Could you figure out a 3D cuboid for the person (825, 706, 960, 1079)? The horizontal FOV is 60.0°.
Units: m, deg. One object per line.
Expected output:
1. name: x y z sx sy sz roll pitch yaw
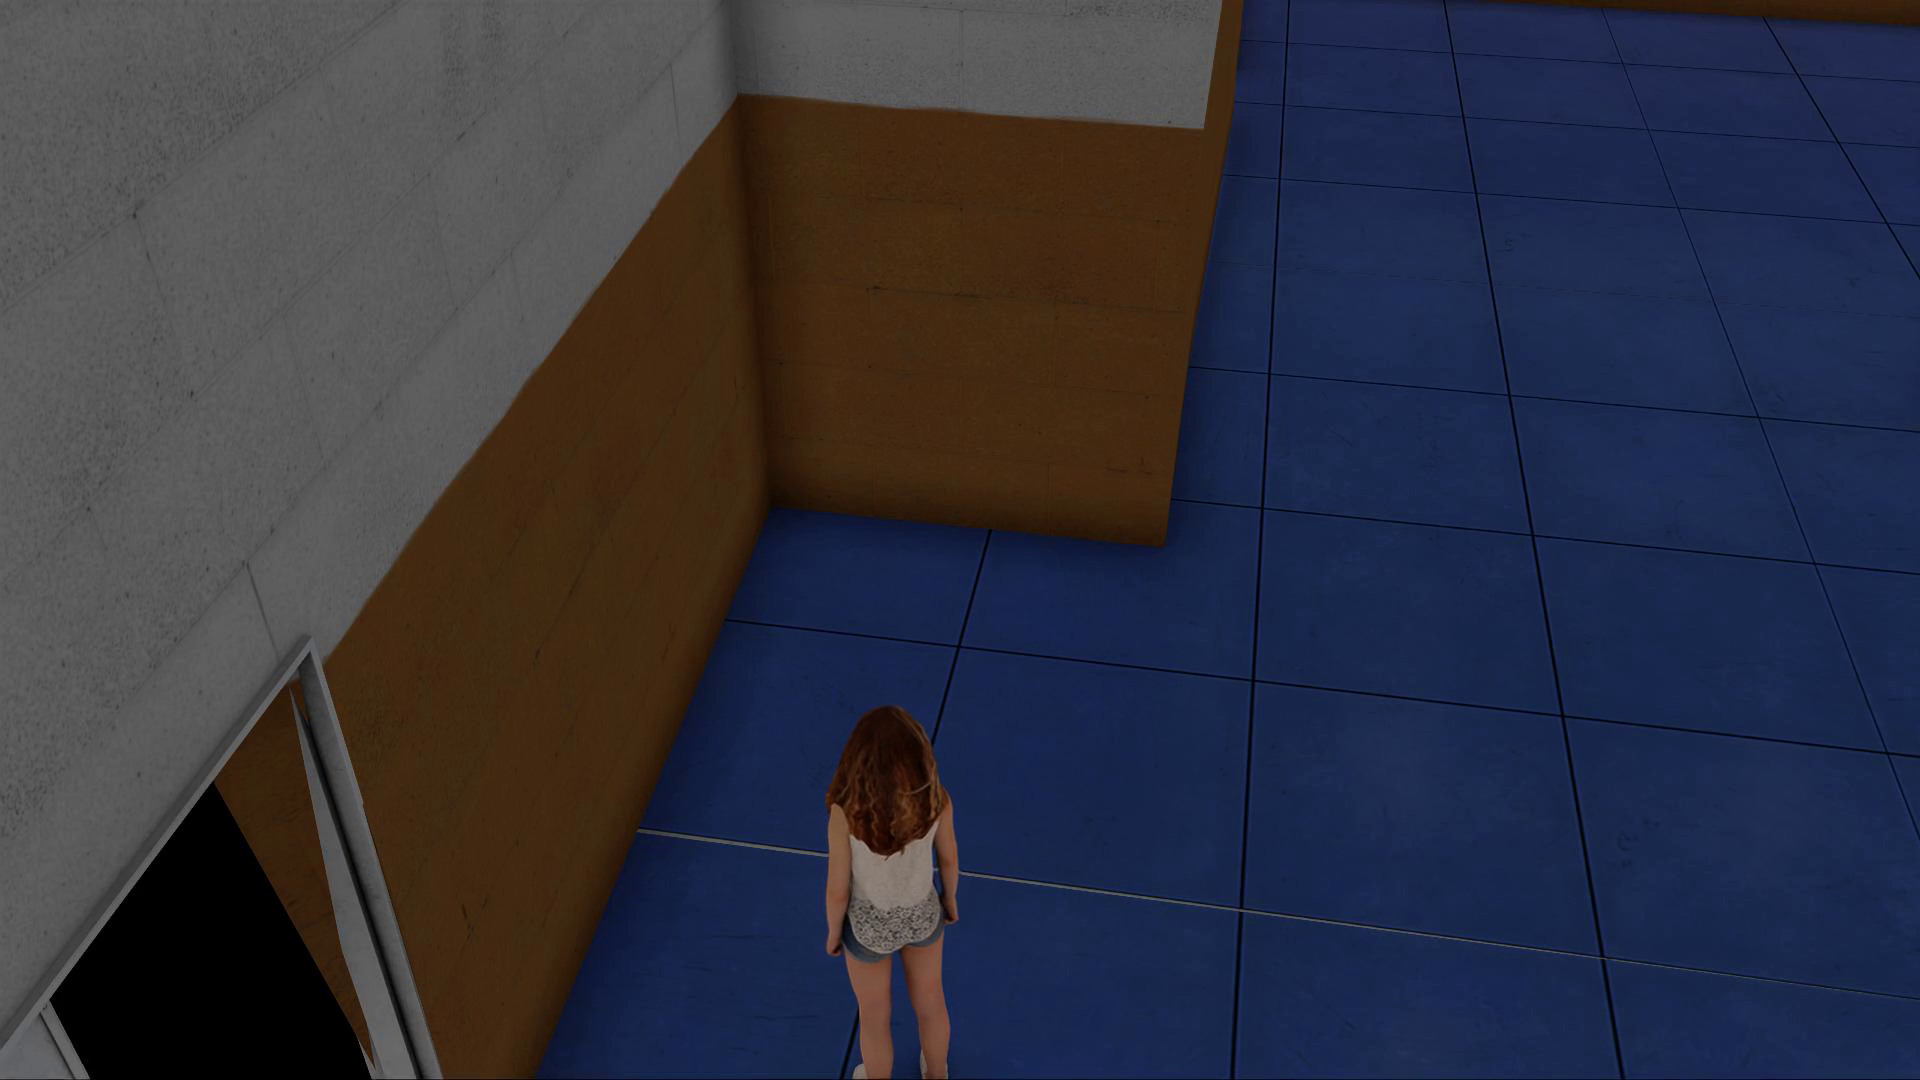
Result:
1. person: -0.201 1.207 5.177 0.601 1.759 0.718 -11 38 -14
